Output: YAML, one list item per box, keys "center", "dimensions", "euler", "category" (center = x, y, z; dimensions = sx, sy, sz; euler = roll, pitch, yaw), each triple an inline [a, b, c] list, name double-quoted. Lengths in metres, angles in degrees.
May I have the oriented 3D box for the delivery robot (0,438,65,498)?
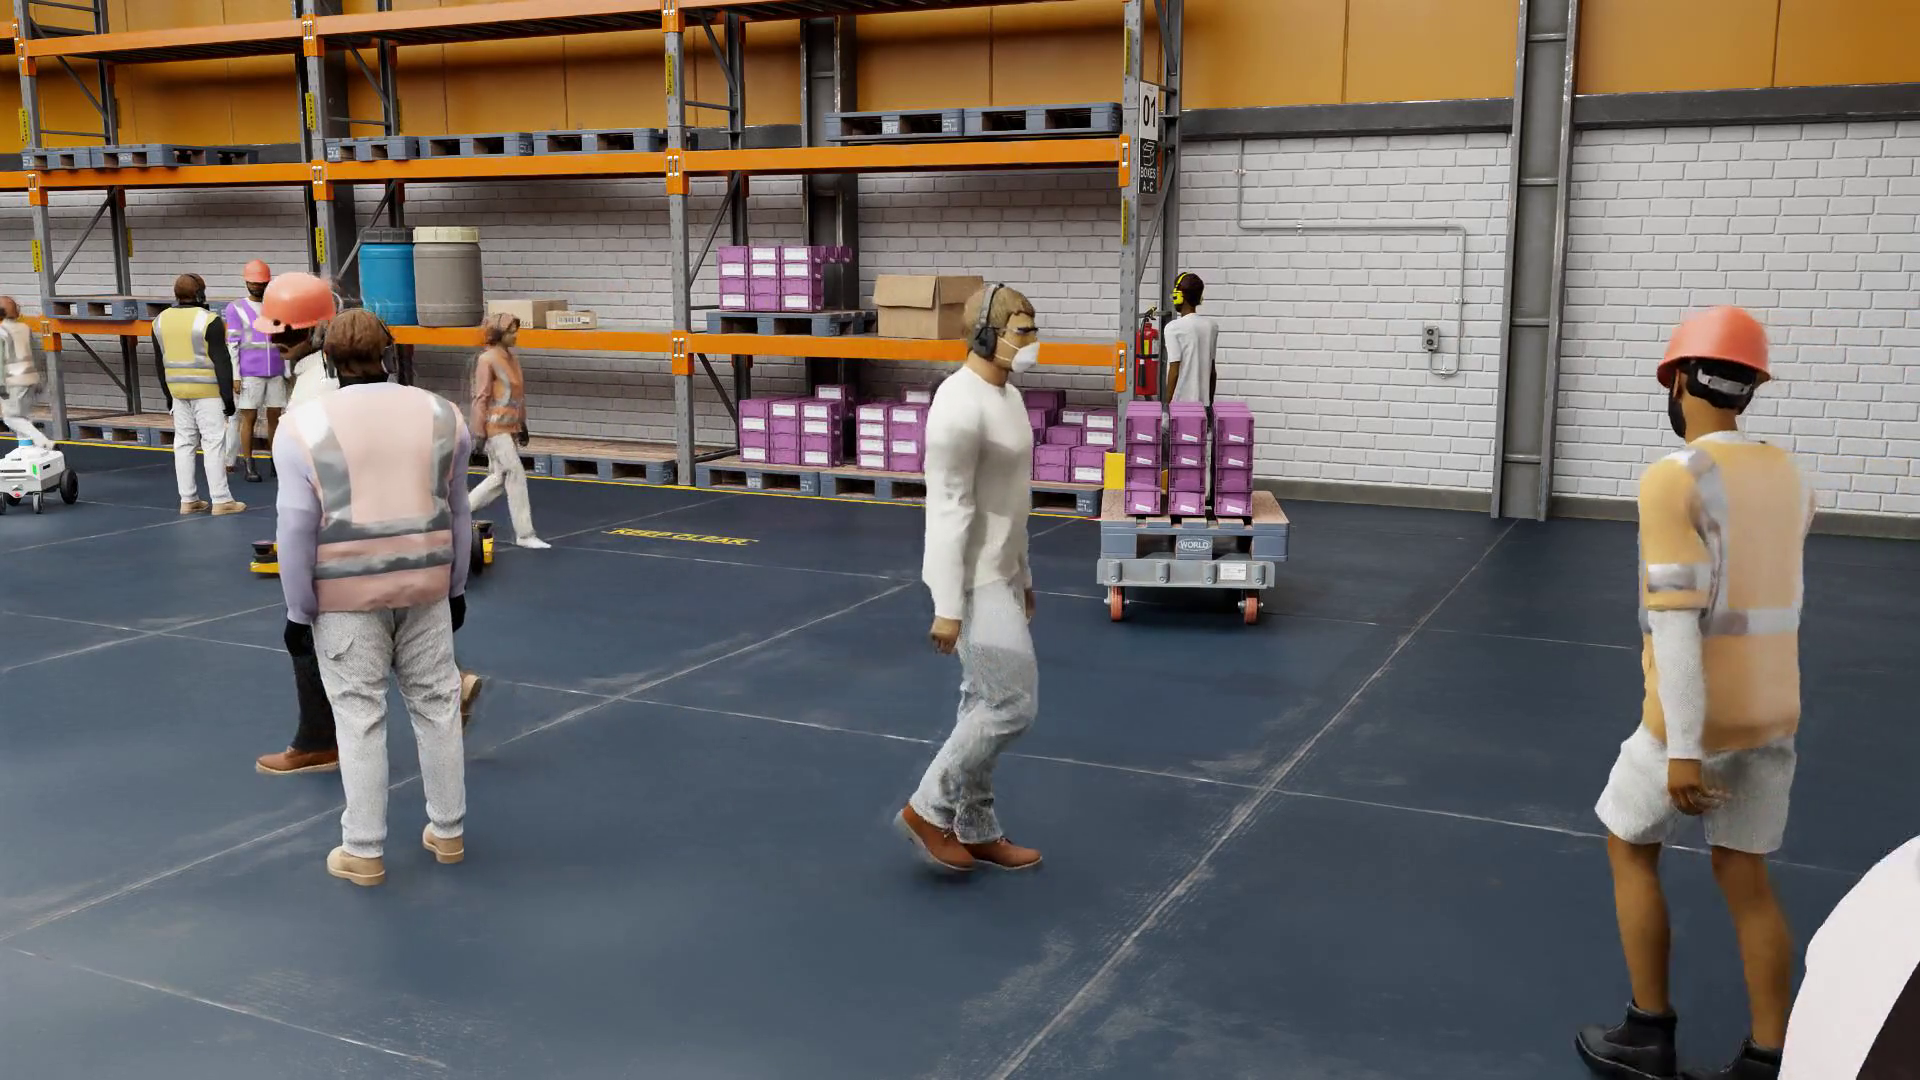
- center: [-7.256, -0.552, 12.956]
  dimensions: [0.477, 0.478, 0.707]
  euler: [-2, 10, -12]
  category: "delivery robot"

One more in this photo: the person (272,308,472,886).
- center: [-1.871, 0.184, 5.342]
  dimensions: [0.624, 1.841, 0.430]
  euler: [-8, 13, -38]
  category: "person"

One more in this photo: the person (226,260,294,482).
- center: [-6.103, -1.476, 14.567]
  dimensions: [0.370, 1.933, 0.550]
  euler: [9, 13, 42]
  category: "person"

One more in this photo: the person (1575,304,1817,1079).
- center: [1.786, 0.407, 3.897]
  dimensions: [0.558, 1.887, 0.651]
  euler: [-4, 11, -24]
  category: "person"

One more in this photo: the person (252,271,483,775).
- center: [-2.322, -0.051, 6.376]
  dimensions: [0.778, 1.947, 0.622]
  euler: [-1, 10, -8]
  category: "person"

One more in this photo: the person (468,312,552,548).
- center: [-3.172, -0.742, 11.311]
  dimensions: [0.737, 1.612, 0.520]
  euler: [1, 10, 6]
  category: "person"

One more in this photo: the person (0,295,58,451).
- center: [-8.539, -1.423, 15.170]
  dimensions: [0.551, 1.615, 0.522]
  euler: [2, 10, 9]
  category: "person"

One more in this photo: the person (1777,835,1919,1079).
- center: [0.737, 0.897, 1.108]
  dimensions: [0.402, 1.897, 0.687]
  euler: [4, 11, 21]
  category: "person"

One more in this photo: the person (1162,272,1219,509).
- center: [1.567, -0.903, 11.475]
  dimensions: [0.534, 1.868, 0.309]
  euler: [-8, 13, -39]
  category: "person"

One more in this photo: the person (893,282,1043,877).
- center: [0.094, 0.148, 5.317]
  dimensions: [0.423, 1.924, 0.630]
  euler: [2, 10, 13]
  category: "person"

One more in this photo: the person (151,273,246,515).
- center: [-5.813, -1.110, 12.726]
  dimensions: [0.633, 1.846, 0.429]
  euler: [3, 10, 15]
  category: "person"

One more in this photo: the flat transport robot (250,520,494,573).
- center: [-3.749, 0.031, 10.696]
  dimensions: [1.431, 0.197, 0.652]
  euler: [-2, 10, -14]
  category: "flat transport robot"

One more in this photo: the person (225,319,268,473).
- center: [-6.374, -1.373, 14.993]
  dimensions: [0.864, 1.582, 0.488]
  euler: [4, 11, 23]
  category: "person"
